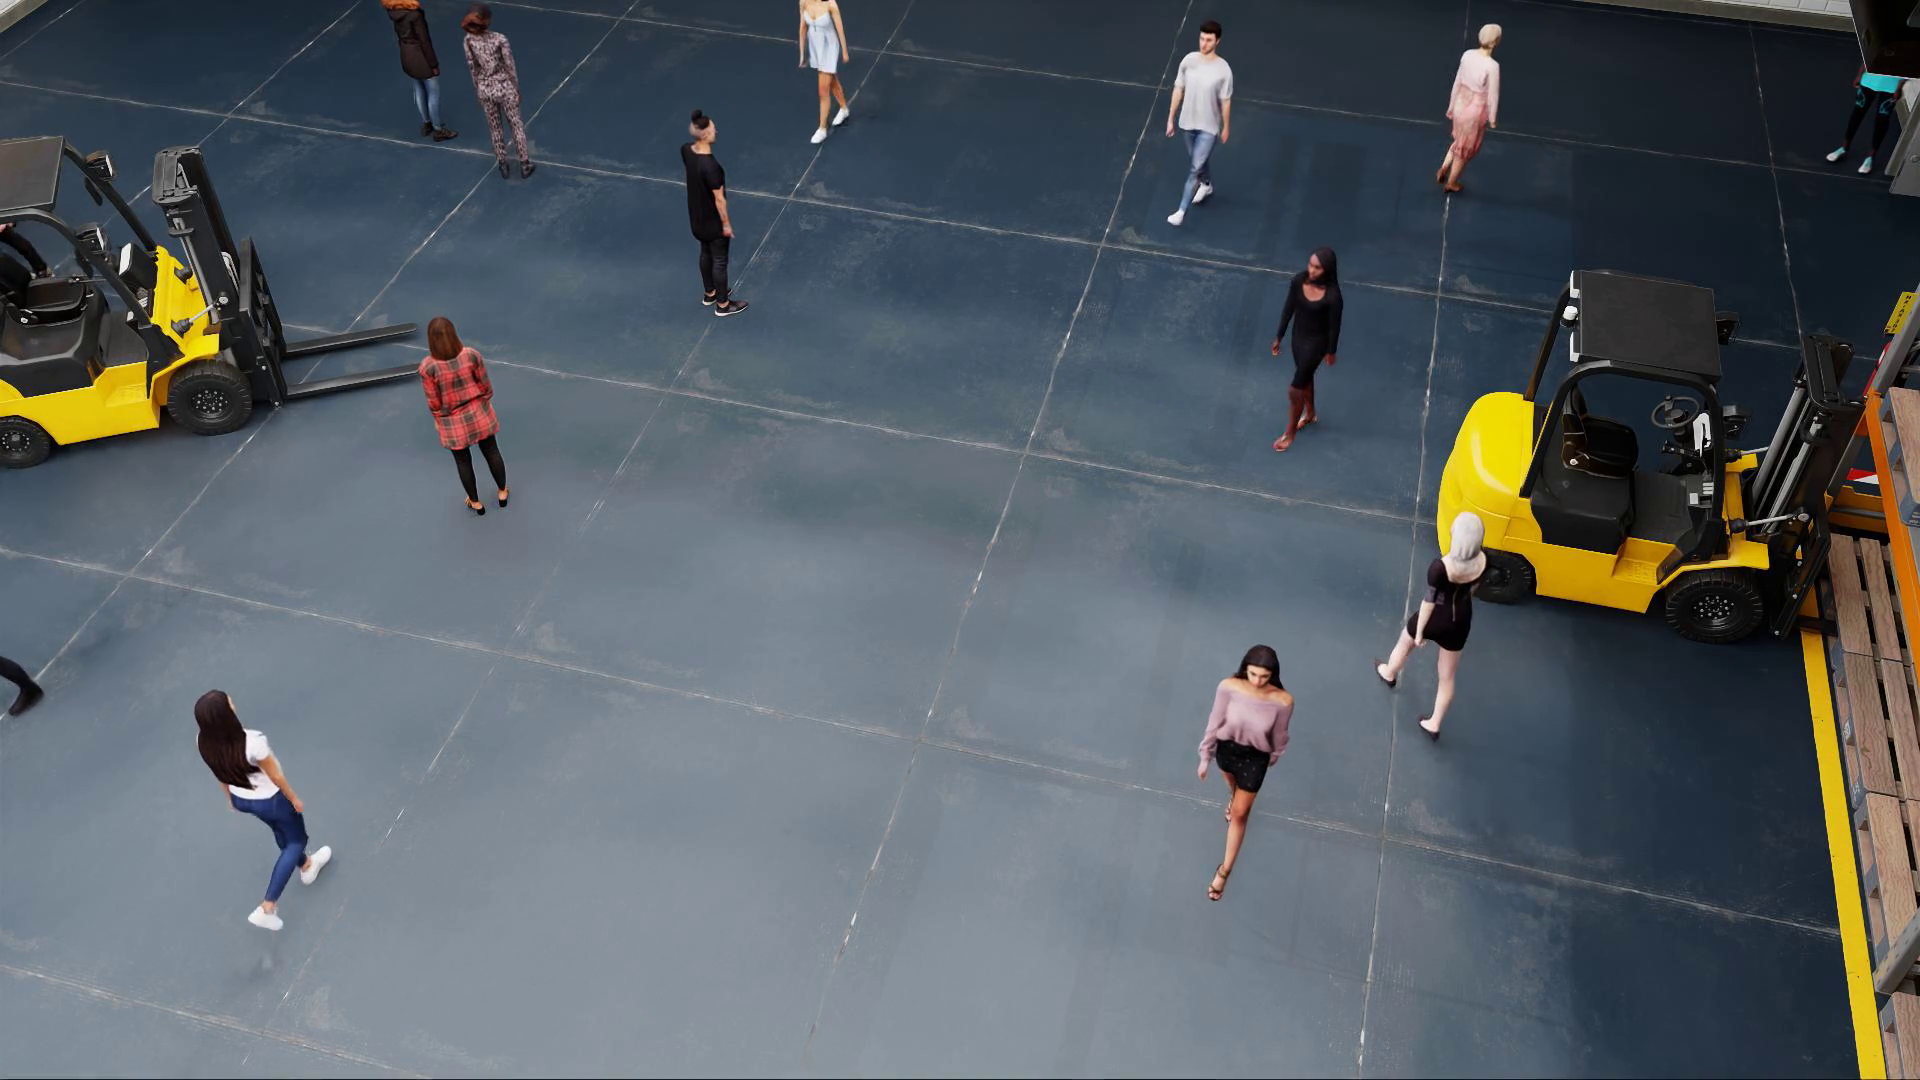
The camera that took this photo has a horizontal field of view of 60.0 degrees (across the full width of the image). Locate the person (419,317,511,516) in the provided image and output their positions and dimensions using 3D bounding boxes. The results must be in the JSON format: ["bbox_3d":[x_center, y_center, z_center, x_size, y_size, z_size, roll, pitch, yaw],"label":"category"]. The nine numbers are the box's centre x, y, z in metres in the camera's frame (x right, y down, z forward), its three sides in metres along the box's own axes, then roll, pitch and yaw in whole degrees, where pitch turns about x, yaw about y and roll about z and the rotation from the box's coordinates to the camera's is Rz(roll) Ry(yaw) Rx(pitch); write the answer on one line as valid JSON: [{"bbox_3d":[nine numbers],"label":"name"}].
[{"bbox_3d":[-3.578,-0.894,11.993,0.702,1.702,0.756,-20,47,-20],"label":"person"}]

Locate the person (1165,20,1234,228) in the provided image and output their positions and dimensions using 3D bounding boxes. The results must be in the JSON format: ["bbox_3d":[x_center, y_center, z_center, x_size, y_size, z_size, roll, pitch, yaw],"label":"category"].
[{"bbox_3d":[2.204,-3.781,14.917,0.988,1.848,1.263,28,50,26],"label":"person"}]

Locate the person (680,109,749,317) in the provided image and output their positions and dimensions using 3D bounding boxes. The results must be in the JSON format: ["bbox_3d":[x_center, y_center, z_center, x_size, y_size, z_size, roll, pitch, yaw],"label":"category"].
[{"bbox_3d":[-2.077,-2.726,13.791,0.808,1.874,0.776,-27,50,-25],"label":"person"}]

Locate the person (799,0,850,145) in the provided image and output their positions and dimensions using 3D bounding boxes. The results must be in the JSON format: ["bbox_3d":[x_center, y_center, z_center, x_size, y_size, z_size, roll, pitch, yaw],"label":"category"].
[{"bbox_3d":[-1.253,-4.734,16.033,0.730,1.689,1.010,21,47,21],"label":"person"}]

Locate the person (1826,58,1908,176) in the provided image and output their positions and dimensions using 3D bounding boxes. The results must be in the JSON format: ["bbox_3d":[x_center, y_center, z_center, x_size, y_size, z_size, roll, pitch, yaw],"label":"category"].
[{"bbox_3d":[8.599,-4.277,15.474,0.734,1.798,0.712,-34,53,-31],"label":"person"}]

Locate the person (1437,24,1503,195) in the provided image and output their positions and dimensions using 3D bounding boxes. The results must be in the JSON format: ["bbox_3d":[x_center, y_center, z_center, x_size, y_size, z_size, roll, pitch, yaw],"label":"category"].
[{"bbox_3d":[4.598,-3.871,15.134,0.820,1.680,0.760,-22,48,-21],"label":"person"}]

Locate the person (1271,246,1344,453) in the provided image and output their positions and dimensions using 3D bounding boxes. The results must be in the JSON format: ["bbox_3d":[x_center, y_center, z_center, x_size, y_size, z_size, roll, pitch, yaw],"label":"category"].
[{"bbox_3d":[2.712,-1.526,12.655,0.934,1.703,0.856,-26,49,-24],"label":"person"}]

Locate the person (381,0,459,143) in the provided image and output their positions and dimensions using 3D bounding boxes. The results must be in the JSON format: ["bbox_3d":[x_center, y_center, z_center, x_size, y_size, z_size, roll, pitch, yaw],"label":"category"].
[{"bbox_3d":[-5.201,-4.624,15.956,0.728,1.635,0.740,29,51,27],"label":"person"}]

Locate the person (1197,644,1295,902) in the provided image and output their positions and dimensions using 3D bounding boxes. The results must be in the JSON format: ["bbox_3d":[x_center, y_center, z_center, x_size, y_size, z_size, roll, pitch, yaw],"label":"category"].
[{"bbox_3d":[1.659,1.195,9.755,0.722,1.764,1.127,16,46,16],"label":"person"}]

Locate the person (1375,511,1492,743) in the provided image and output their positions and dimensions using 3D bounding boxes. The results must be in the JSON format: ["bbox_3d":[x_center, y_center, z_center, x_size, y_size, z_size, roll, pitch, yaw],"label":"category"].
[{"bbox_3d":[3.058,0.589,10.360,0.854,1.806,1.051,-7,44,-8],"label":"person"}]

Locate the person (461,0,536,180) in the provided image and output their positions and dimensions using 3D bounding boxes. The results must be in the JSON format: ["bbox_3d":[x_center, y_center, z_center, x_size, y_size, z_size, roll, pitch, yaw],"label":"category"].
[{"bbox_3d":[-4.287,-4.147,15.398,0.620,1.714,0.605,0,44,0],"label":"person"}]

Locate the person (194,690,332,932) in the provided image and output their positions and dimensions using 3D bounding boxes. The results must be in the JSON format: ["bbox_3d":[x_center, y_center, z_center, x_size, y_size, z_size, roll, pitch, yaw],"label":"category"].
[{"bbox_3d":[-3.977,1.535,9.401,0.630,1.758,0.962,12,45,13],"label":"person"}]
